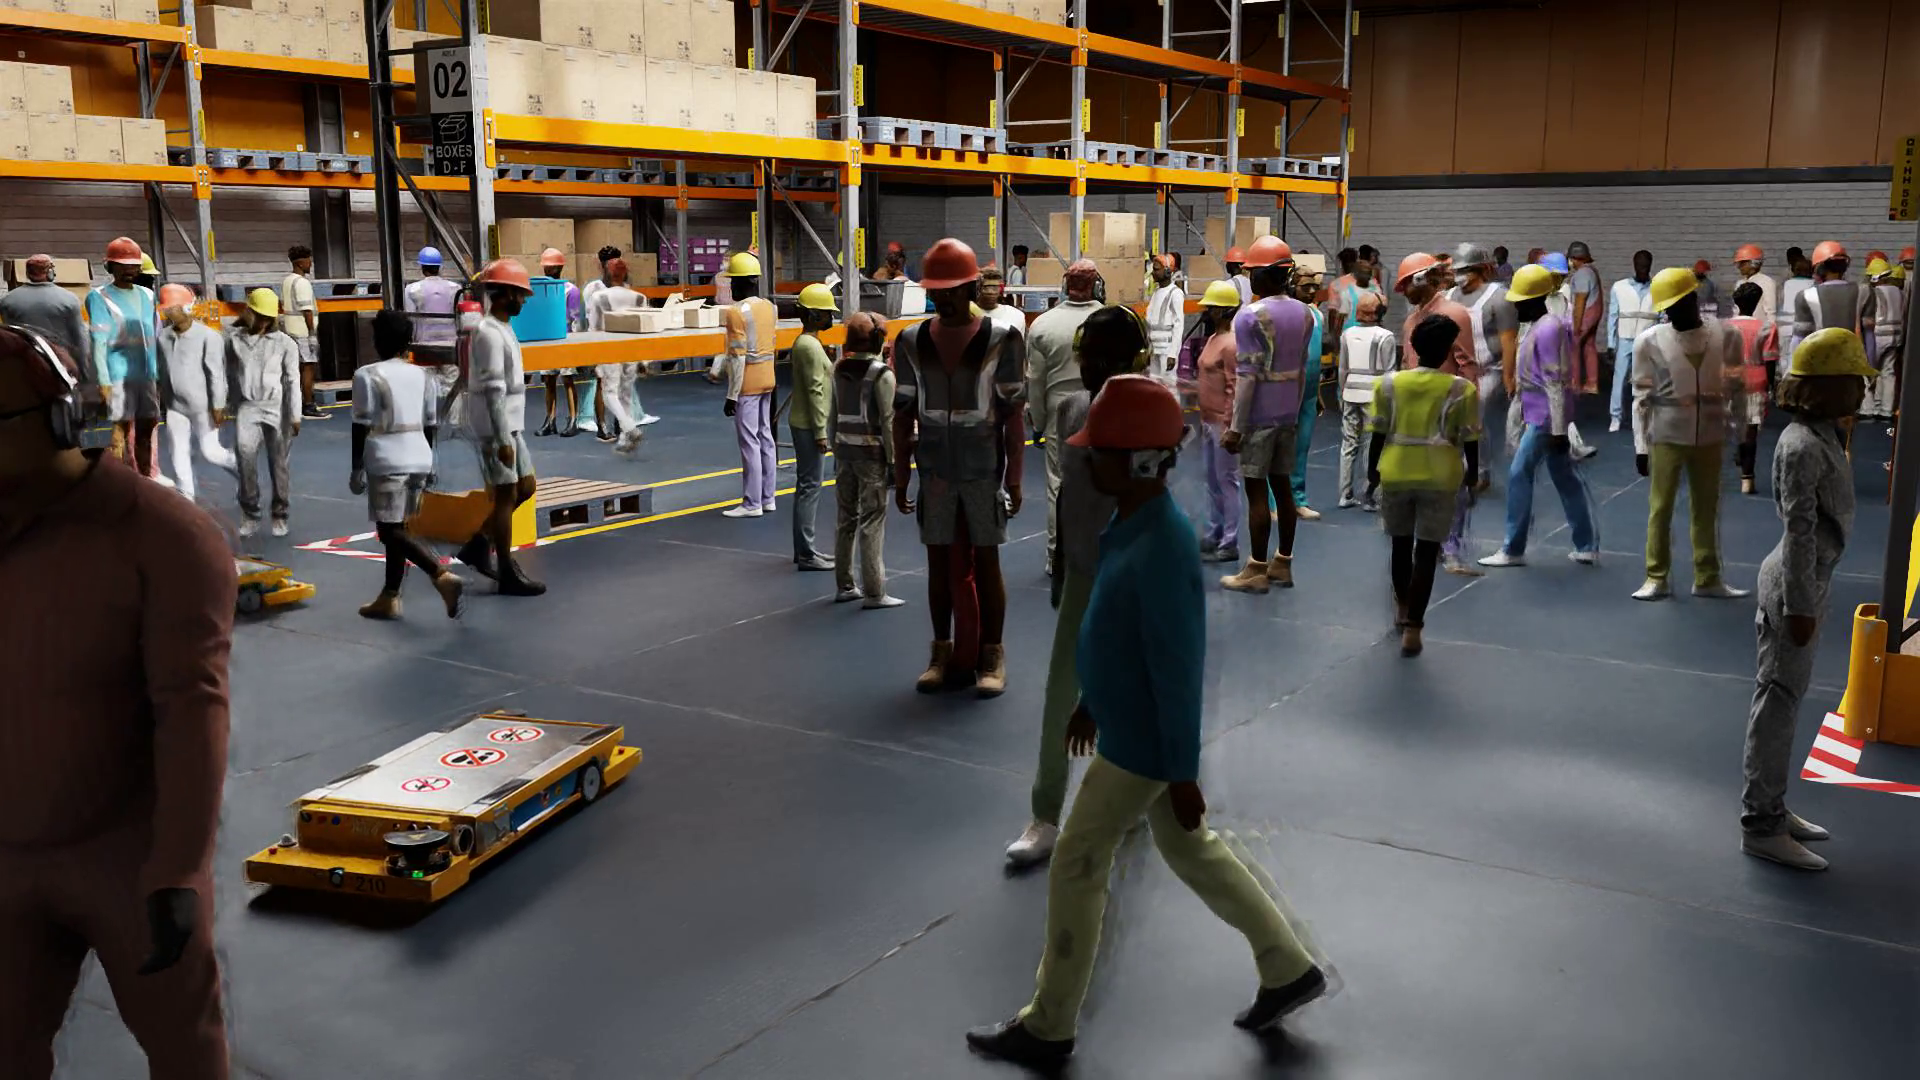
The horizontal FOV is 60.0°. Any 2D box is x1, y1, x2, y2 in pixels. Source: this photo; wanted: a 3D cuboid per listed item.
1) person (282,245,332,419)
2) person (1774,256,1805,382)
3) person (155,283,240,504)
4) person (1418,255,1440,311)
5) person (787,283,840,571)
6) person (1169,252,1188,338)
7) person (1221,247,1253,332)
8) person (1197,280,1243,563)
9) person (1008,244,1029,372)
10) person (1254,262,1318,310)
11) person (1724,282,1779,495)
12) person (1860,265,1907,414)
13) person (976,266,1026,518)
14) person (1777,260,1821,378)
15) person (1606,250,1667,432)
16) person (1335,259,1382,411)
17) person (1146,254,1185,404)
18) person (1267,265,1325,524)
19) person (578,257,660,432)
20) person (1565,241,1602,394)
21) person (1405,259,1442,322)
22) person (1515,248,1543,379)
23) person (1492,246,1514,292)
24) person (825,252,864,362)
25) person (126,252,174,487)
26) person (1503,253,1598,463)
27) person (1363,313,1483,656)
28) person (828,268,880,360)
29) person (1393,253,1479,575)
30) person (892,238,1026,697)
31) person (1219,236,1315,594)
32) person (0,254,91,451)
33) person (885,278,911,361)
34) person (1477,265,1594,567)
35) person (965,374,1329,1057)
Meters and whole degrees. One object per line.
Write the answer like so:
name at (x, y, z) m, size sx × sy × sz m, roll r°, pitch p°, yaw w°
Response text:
person at (-7.455, -2.349, 18.871) m, size 0.371 × 1.959 × 0.663 m, roll -9°, pitch 14°, yaw -41°
person at (11.747, -3.102, 23.506) m, size 0.528 × 1.802 × 0.972 m, roll 0°, pitch 10°, yaw -2°
person at (-5.607, -1.030, 12.250) m, size 0.571 × 1.720 × 0.742 m, roll 3°, pitch 11°, yaw 15°
person at (5.796, -2.563, 20.380) m, size 0.374 × 1.840 × 0.571 m, roll 3°, pitch 11°, yaw 14°
person at (-0.893, -0.690, 10.248) m, size 0.332 × 1.760 × 0.526 m, roll -2°, pitch 10°, yaw -12°
person at (3.314, -3.472, 25.430) m, size 0.390 × 1.838 × 0.563 m, roll 0°, pitch 10°, yaw 1°
person at (3.228, -2.470, 19.590) m, size 0.354 × 1.942 × 0.545 m, roll 7°, pitch 13°, yaw 36°
person at (1.627, -0.745, 10.512) m, size 0.306 × 1.772 × 0.525 m, roll -2°, pitch 10°, yaw -10°
person at (0.870, -3.491, 25.210) m, size 0.373 × 1.957 × 0.606 m, roll -2°, pitch 10°, yaw -10°
person at (2.678, -1.408, 13.880) m, size 0.597 × 1.890 × 0.963 m, roll 4°, pitch 11°, yaw 19°
person at (6.244, -1.211, 13.314) m, size 0.531 × 1.690 × 0.318 m, roll 7°, pitch 13°, yaw 35°
person at (10.775, -2.320, 19.347) m, size 0.324 × 1.728 × 0.494 m, roll -3°, pitch 11°, yaw -17°
person at (0.195, -1.071, 12.135) m, size 0.564 × 1.836 × 0.393 m, roll -1°, pitch 10°, yaw -7°
person at (10.250, -2.523, 20.342) m, size 0.631 × 1.774 × 1.026 m, roll 10°, pitch 14°, yaw 43°
person at (7.142, -2.096, 17.585) m, size 0.596 × 1.917 × 0.379 m, roll 2°, pitch 10°, yaw 13°
person at (4.547, -2.321, 19.138) m, size 0.510 × 1.817 × 0.831 m, roll -3°, pitch 11°, yaw -18°
person at (1.983, -1.844, 16.289) m, size 0.356 × 1.882 × 0.574 m, roll -4°, pitch 11°, yaw -20°
person at (2.410, -1.039, 11.927) m, size 0.514 × 1.844 × 0.328 m, roll -7°, pitch 12°, yaw -35°
person at (-3.684, -2.083, 17.713) m, size 0.981 × 1.848 × 0.626 m, roll -6°, pitch 12°, yaw -29°
person at (8.159, -2.934, 21.887) m, size 0.543 × 2.000 × 0.706 m, roll 6°, pitch 12°, yaw 29°
person at (6.027, -2.725, 21.384) m, size 0.596 × 1.809 × 0.677 m, roll 2°, pitch 10°, yaw 10°
person at (8.286, -3.250, 24.009) m, size 0.409 × 1.910 × 0.640 m, roll -6°, pitch 12°, yaw -30°
person at (8.730, -3.768, 26.831) m, size 0.365 × 1.931 × 0.635 m, roll 2°, pitch 10°, yaw 10°
person at (-1.683, -3.290, 24.402) m, size 0.601 × 1.841 × 0.965 m, roll 0°, pitch 10°, yaw 2°
person at (-6.582, -1.350, 13.428) m, size 0.366 × 1.927 × 0.585 m, roll -1°, pitch 10°, yaw -3°
person at (5.357, -1.644, 15.122) m, size 0.620 × 1.894 × 0.953 m, roll -5°, pitch 11°, yaw -26°
person at (2.353, -0.298, 8.325) m, size 0.550 × 1.654 × 0.823 m, roll 7°, pitch 12°, yaw 34°
person at (-1.159, -2.180, 18.093) m, size 0.598 × 1.907 × 0.408 m, roll -5°, pitch 11°, yaw -24°
person at (2.941, -0.775, 10.216) m, size 0.389 × 1.944 × 0.732 m, roll -4°, pitch 11°, yaw -20°
person at (-0.011, -0.310, 7.392) m, size 0.610 × 2.032 × 0.410 m, roll 3°, pitch 11°, yaw 16°
person at (1.748, -0.712, 9.569) m, size 0.608 × 2.044 × 0.373 m, roll -9°, pitch 14°, yaw -42°
person at (-7.768, -1.477, 14.194) m, size 0.652 × 1.904 × 0.403 m, roll -2°, pitch 10°, yaw -13°
person at (-1.075, -3.853, 27.800) m, size 0.560 × 1.743 × 0.334 m, roll -1°, pitch 10°, yaw -6°
person at (3.641, -0.753, 10.286) m, size 0.684 × 1.876 × 0.641 m, roll 4°, pitch 11°, yaw 21°
person at (0.504, 0.443, 4.094) m, size 0.893 × 1.715 × 0.562 m, roll 1°, pitch 10°, yaw 5°
